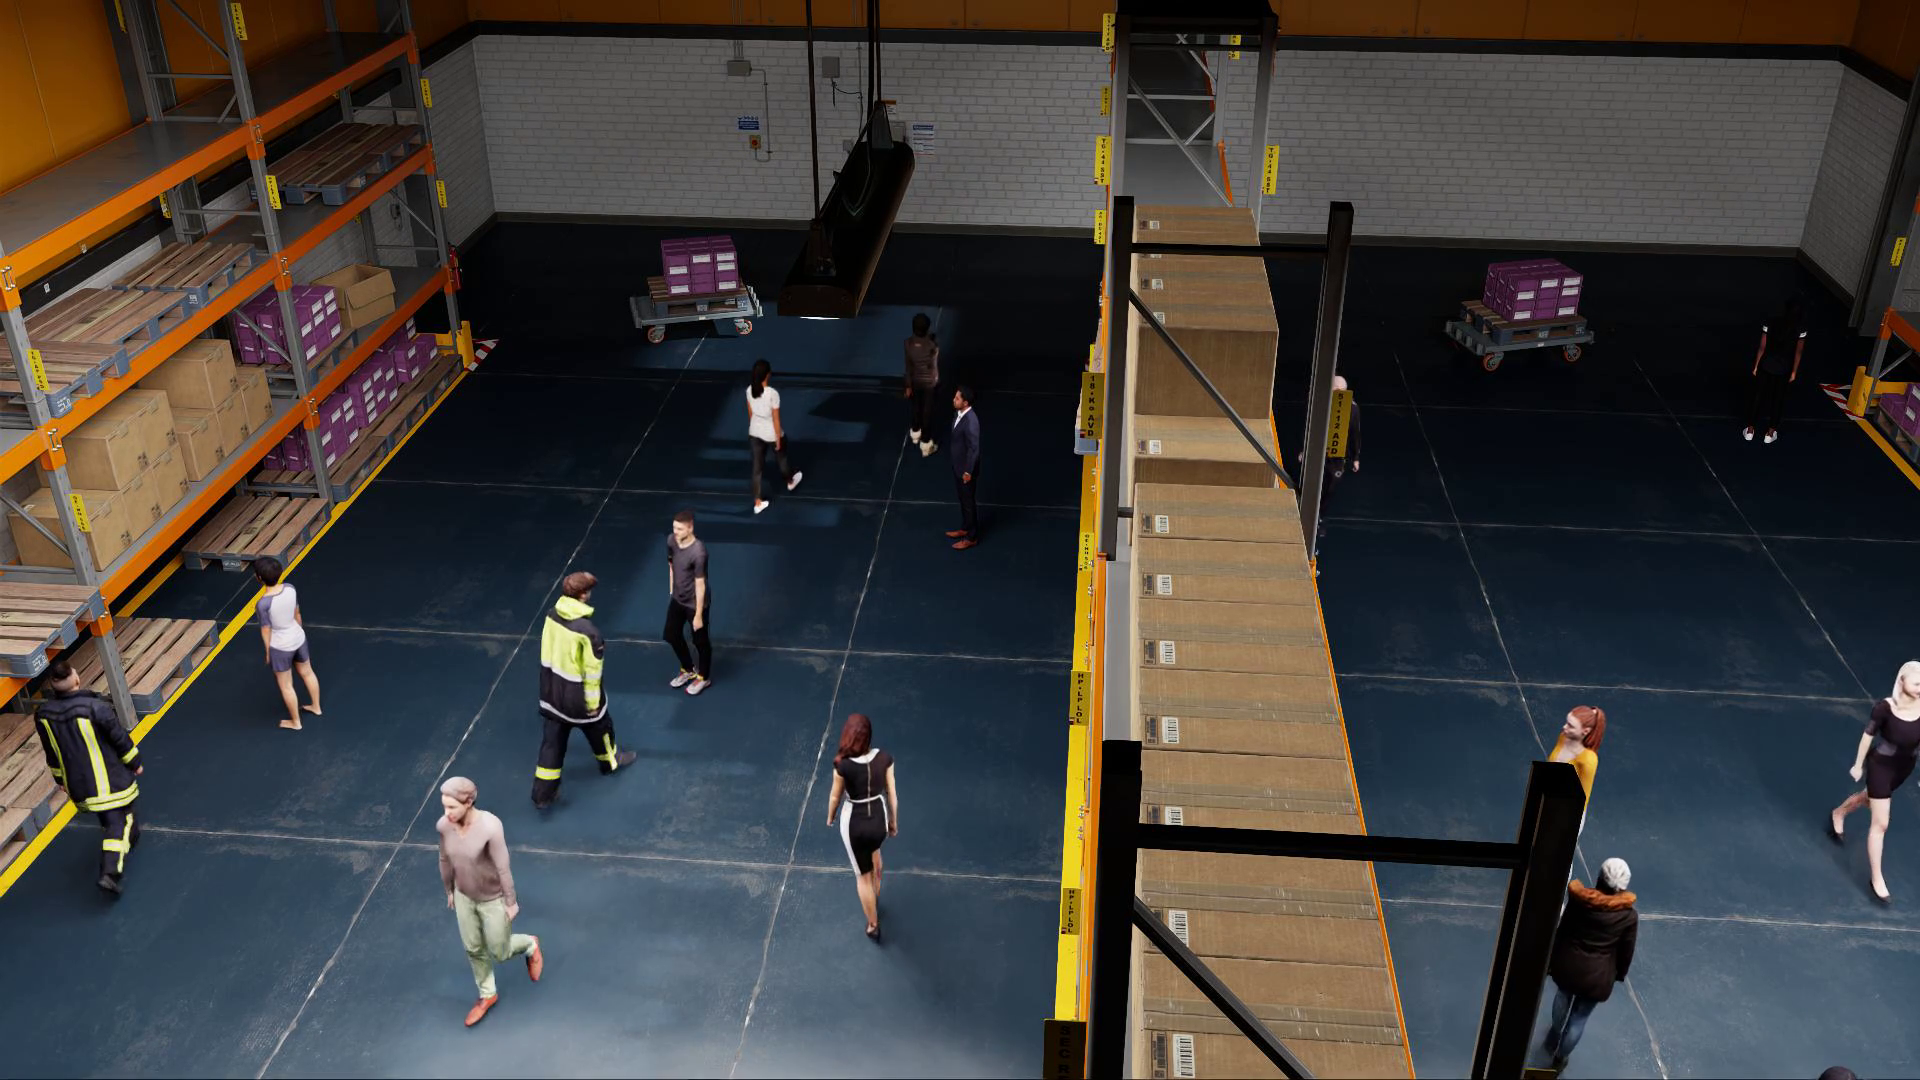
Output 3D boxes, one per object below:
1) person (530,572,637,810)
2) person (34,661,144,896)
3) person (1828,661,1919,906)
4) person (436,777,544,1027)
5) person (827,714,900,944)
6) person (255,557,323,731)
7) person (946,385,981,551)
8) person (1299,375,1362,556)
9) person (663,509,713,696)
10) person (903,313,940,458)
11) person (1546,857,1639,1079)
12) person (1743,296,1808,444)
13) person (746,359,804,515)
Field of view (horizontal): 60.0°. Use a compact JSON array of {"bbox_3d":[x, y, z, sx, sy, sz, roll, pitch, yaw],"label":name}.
[{"bbox_3d":[-3.034,1.184,12.749,1.190,1.928,1.389,15,32,26],"label":"person"},{"bbox_3d":[-6.214,1.692,11.917,0.726,1.833,1.052,2,29,4],"label":"person"},{"bbox_3d":[6.679,1.634,12.079,0.750,1.780,1.233,-2,29,-4],"label":"person"},{"bbox_3d":[-3.059,2.273,10.828,0.802,1.856,0.965,9,30,16],"label":"person"},{"bbox_3d":[-0.618,2.030,11.357,0.756,1.776,0.834,-13,31,-22],"label":"person"},{"bbox_3d":[-5.588,0.833,13.771,0.692,1.565,0.561,12,31,21],"label":"person"},{"bbox_3d":[0.061,-0.735,16.478,0.760,1.726,0.585,-7,29,-13],"label":"person"},{"bbox_3d":[3.639,-0.829,16.575,0.770,1.798,1.075,0,29,1],"label":"person"},{"bbox_3d":[-2.242,0.496,14.191,0.778,1.754,0.808,23,36,36],"label":"person"},{"bbox_3d":[-0.365,-1.780,18.480,0.659,1.643,0.903,5,29,10],"label":"person"},{"bbox_3d":[3.858,2.694,10.306,0.765,1.617,0.800,16,32,27],"label":"person"},{"bbox_3d":[9.150,-1.925,18.660,0.694,1.726,0.703,13,31,23],"label":"person"},{"bbox_3d":[-2.046,-1.032,17.150,0.830,1.603,1.114,13,31,22],"label":"person"}]
